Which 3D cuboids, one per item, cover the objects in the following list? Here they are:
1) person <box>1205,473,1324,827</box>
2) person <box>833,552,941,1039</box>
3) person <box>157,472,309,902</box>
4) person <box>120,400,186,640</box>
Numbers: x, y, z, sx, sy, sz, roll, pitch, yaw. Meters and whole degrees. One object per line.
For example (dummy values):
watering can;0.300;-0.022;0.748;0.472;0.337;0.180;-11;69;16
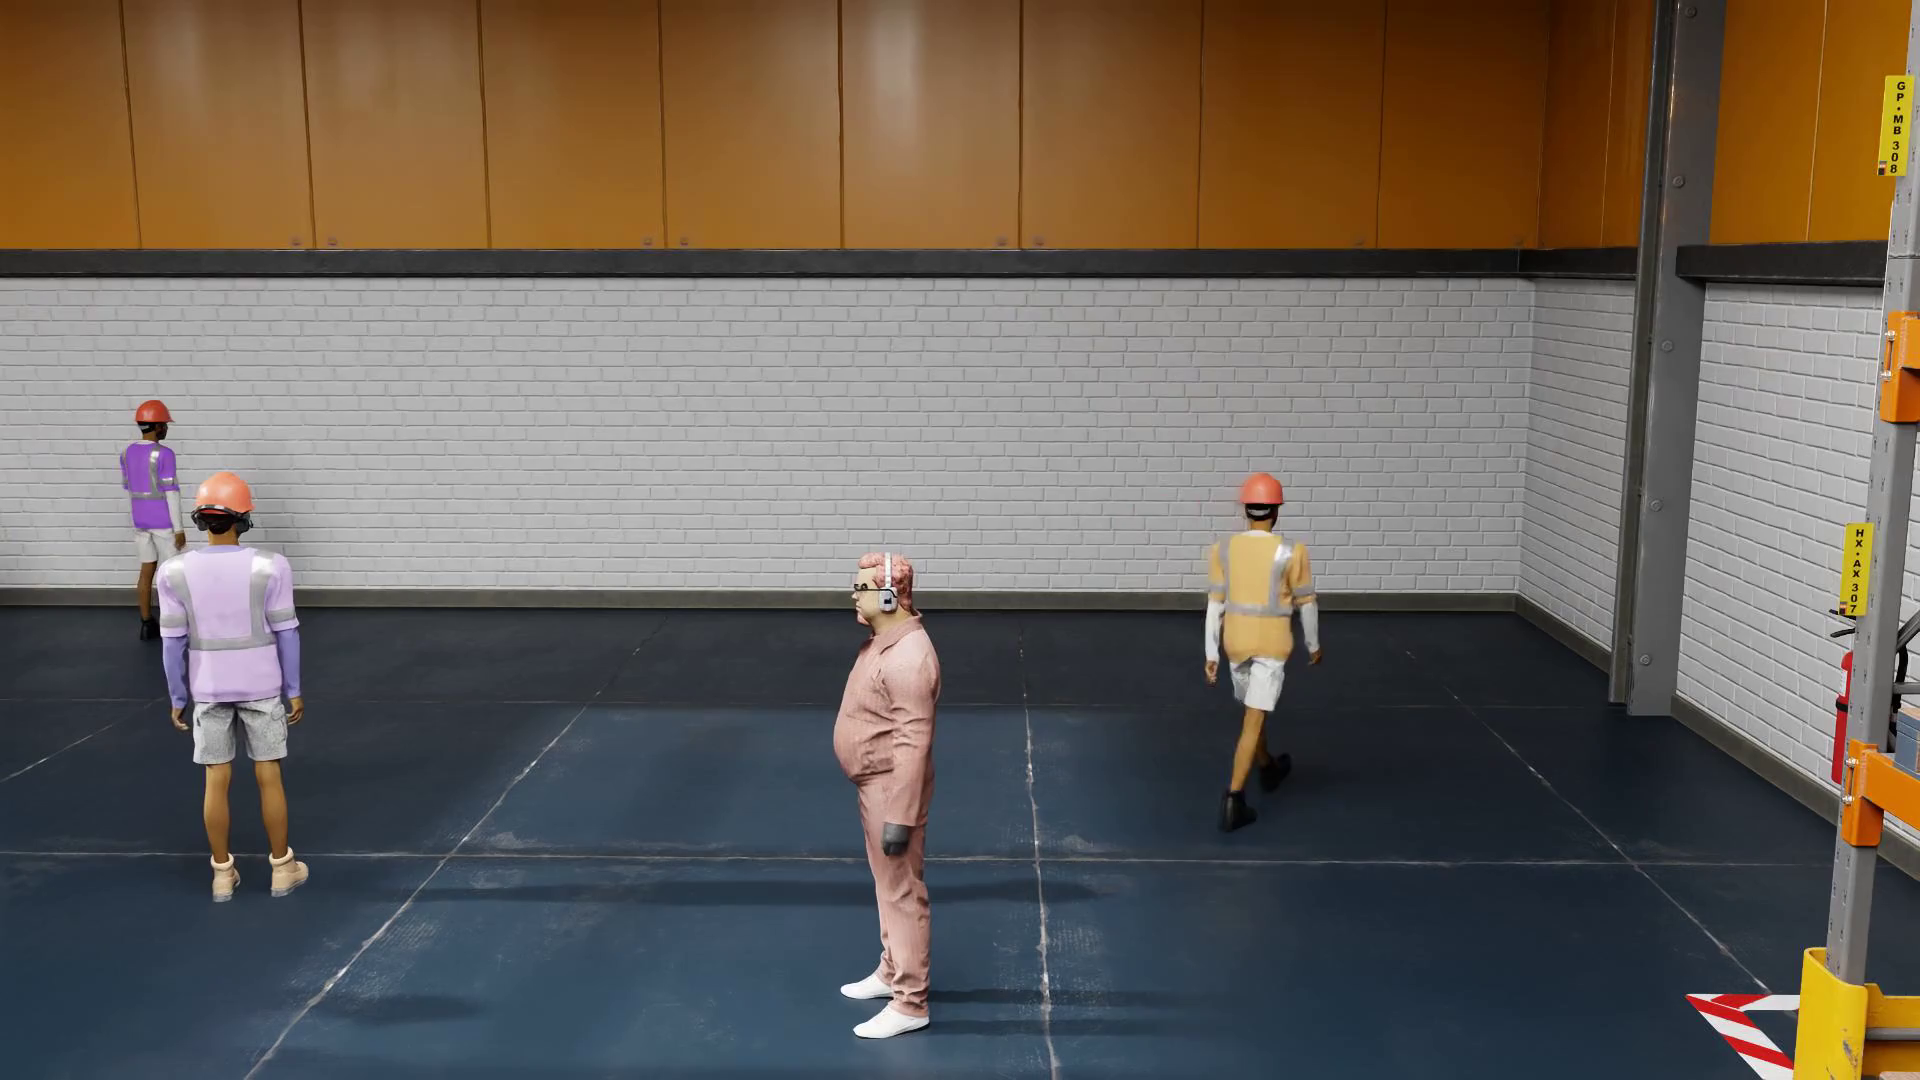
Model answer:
person;1.655;0.575;9.140;0.555;1.875;1.034;7;12;35
person;-0.292;0.988;6.556;0.409;1.907;0.651;-2;10;-10
person;-3.433;0.696;7.891;0.605;2.045;0.387;-2;10;-10
person;-6.396;-0.151;13.291;0.552;1.933;0.377;4;10;23
